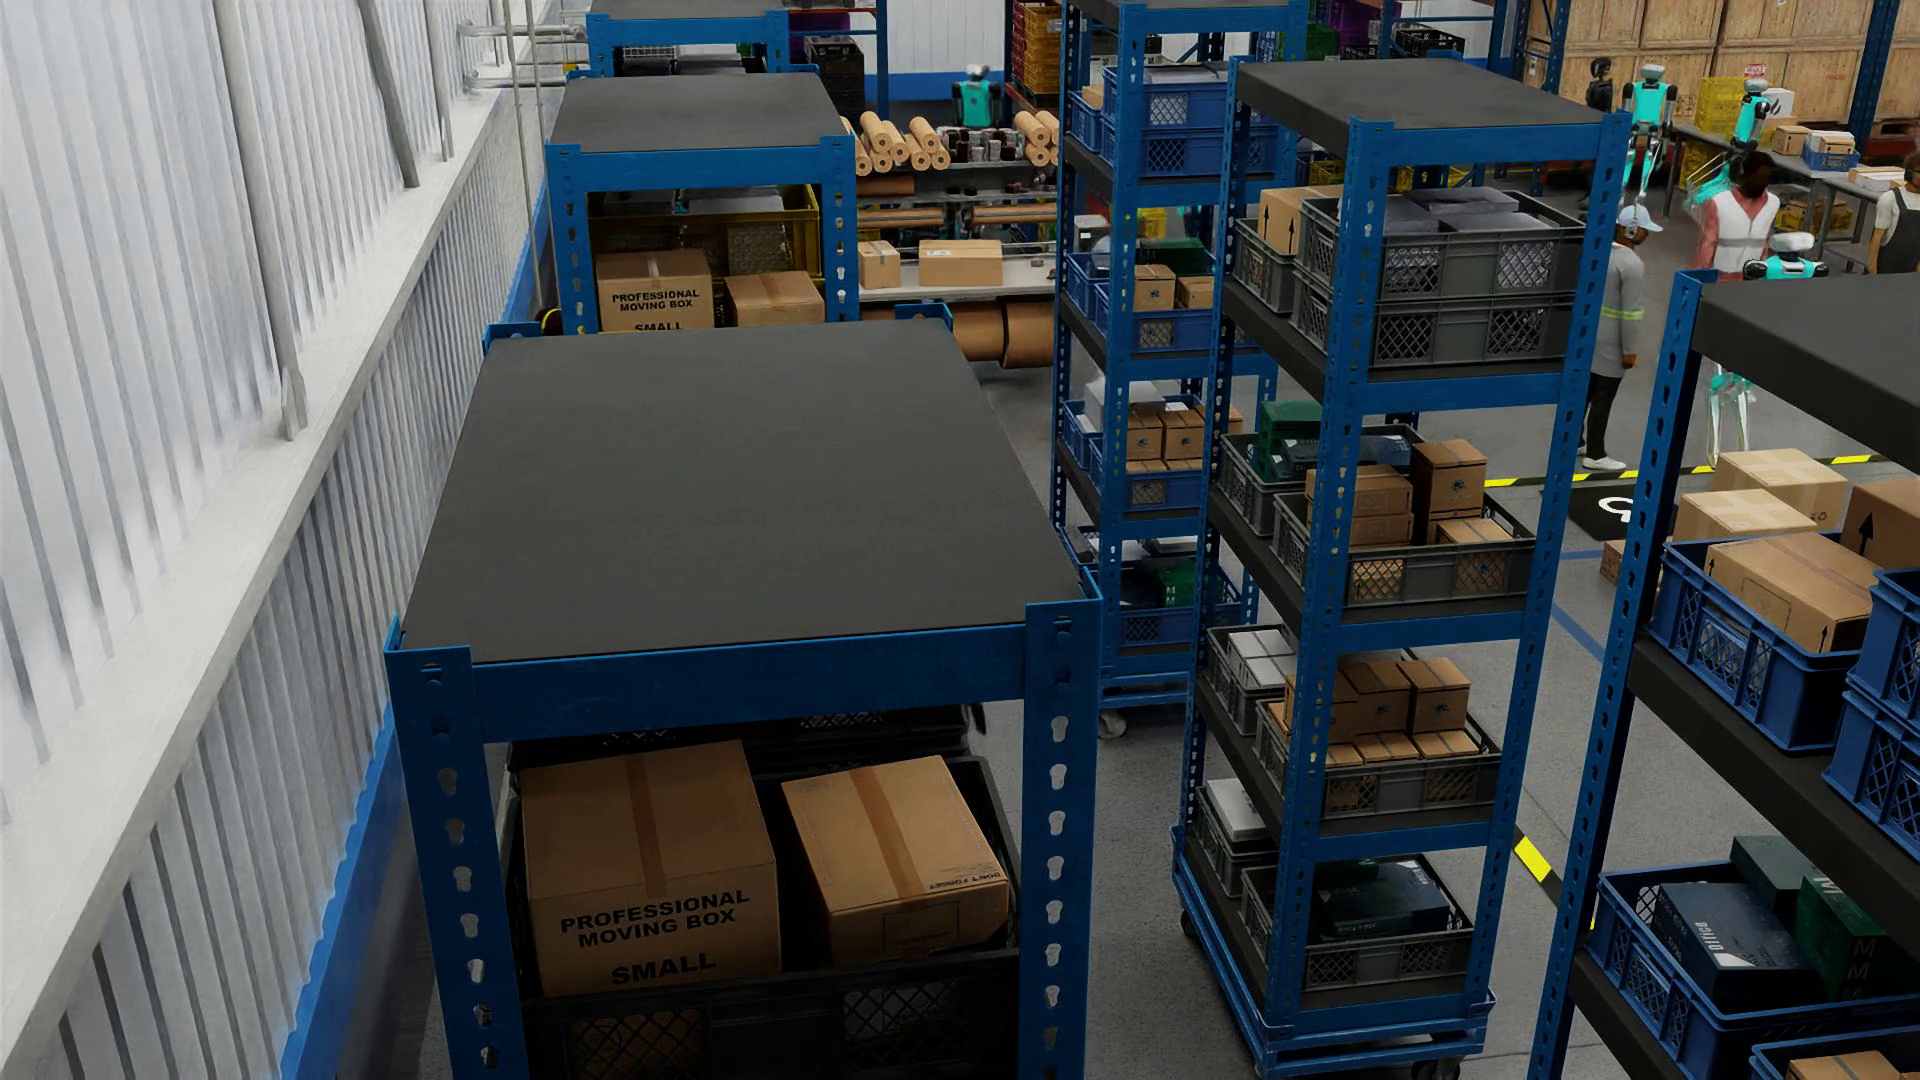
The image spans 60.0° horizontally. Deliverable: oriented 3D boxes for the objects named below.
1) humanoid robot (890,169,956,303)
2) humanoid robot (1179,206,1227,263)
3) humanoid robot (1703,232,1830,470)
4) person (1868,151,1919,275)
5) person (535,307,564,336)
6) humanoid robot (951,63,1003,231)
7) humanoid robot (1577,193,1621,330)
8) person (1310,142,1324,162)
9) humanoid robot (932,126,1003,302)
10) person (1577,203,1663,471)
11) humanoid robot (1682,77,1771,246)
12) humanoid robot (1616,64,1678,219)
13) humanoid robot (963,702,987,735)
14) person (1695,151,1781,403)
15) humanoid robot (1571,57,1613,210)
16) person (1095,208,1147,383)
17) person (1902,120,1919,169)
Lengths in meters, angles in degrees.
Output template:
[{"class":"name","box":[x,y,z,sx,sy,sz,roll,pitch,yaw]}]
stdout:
[{"class":"humanoid robot","box":[-0.334,-2.446,13.963,0.614,1.642,0.605,7,26,14]},{"class":"humanoid robot","box":[2.170,-2.386,13.834,0.801,1.848,0.559,4,25,9]},{"class":"humanoid robot","box":[5.346,-1.309,11.230,0.533,1.674,0.735,1,25,1]},{"class":"person","box":[7.314,-2.114,13.008,0.507,1.846,0.346,-7,26,-15]},{"class":"person","box":[-2.131,-0.380,9.216,0.317,1.863,0.519,3,25,6]},{"class":"humanoid robot","box":[0.256,-4.146,17.683,0.559,1.888,0.775,7,26,15]},{"class":"humanoid robot","box":[4.873,-1.938,12.824,0.325,1.643,0.592,-13,28,-27]},{"class":"person","box":[4.379,-5.043,19.383,0.623,1.841,0.431,1,25,1]},{"class":"humanoid robot","box":[0.059,-2.715,14.456,0.552,1.798,0.815,20,31,36]},{"class":"person","box":[4.489,-1.394,11.439,0.396,1.849,0.587,-4,25,-9]},{"class":"humanoid robot","box":[7.497,-3.713,16.452,0.735,1.677,0.533,3,25,7]},{"class":"humanoid robot","box":[6.991,-3.936,17.133,0.541,1.798,0.826,11,27,22]},{"class":"humanoid robot","box":[-0.165,0.712,7.117,0.617,1.656,0.548,-5,25,-11]},{"class":"person","box":[5.976,-2.086,12.915,0.608,1.868,0.929,-3,25,-6]},{"class":"humanoid robot","box":[7.017,-4.468,18.328,0.335,1.645,0.610,-2,25,-5]},{"class":"person","box":[1.183,-1.680,12.249,0.498,1.692,0.914,21,32,38]},{"class":"person","box":[11.058,-4.731,18.536,1.068,1.980,0.616,6,25,12]}]
